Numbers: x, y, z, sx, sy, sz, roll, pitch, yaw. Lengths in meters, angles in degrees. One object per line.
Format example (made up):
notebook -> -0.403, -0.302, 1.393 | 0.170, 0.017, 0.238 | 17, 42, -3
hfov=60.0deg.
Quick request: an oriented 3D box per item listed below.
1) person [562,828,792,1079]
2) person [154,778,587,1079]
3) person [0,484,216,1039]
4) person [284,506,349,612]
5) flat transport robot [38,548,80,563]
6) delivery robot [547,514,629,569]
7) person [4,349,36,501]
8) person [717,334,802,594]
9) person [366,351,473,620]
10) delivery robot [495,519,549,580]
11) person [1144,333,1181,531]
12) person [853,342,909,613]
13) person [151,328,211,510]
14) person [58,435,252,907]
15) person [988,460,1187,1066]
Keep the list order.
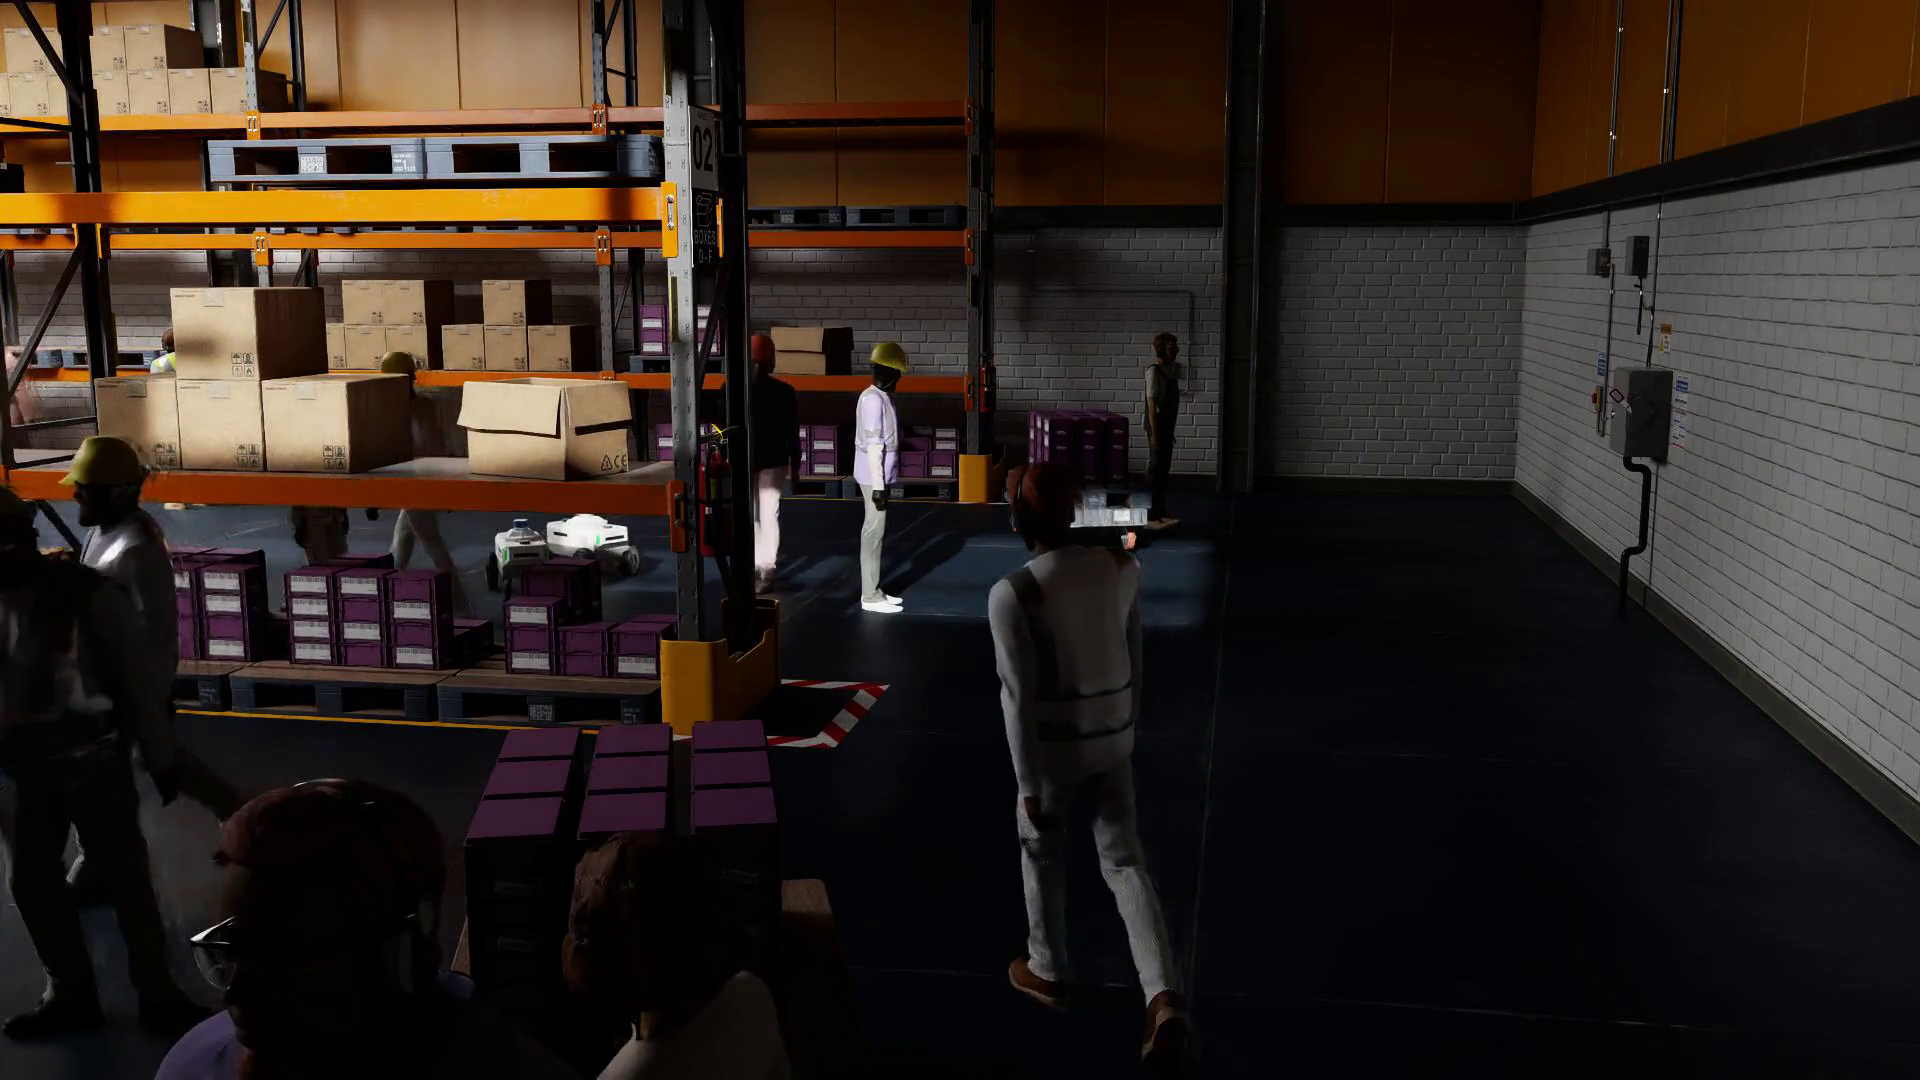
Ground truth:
person -> -0.503, 1.211, 2.527 | 0.829, 1.586, 0.525 | 3, 10, 18
person -> -0.629, 1.179, 1.781 | 0.639, 1.911, 0.402 | 3, 10, 20
person -> -2.726, 0.705, 5.137 | 0.735, 1.789, 0.407 | 1, 9, 7
person -> -4.160, -0.121, 10.707 | 0.552, 1.624, 0.535 | 2, 9, 14
flat transport robot -> -7.645, 0.204, 12.893 | 1.431, 0.197, 0.652 | 0, 9, -3
delivery robot -> -2.944, -0.023, 13.135 | 0.707, 0.478, 0.477 | 8, 12, 40
person -> -9.940, -1.281, 17.221 | 0.672, 1.855, 0.970 | 7, 12, 38
person -> -1.501, -0.591, 12.643 | 0.634, 1.959, 0.752 | 2, 9, 10
person -> -3.820, -0.356, 11.420 | 1.012, 1.863, 0.603 | 2, 9, 10
delivery robot -> -3.283, 0.086, 12.459 | 0.477, 0.478, 0.707 | -3, 10, -20
person -> 1.901, -1.016, 15.591 | 0.332, 1.844, 0.516 | 4, 10, 25
person -> -0.557, -0.448, 11.847 | 0.396, 1.916, 0.589 | 0, 9, 0
person -> -7.921, -1.223, 16.904 | 0.430, 1.840, 0.622 | 6, 11, 32
person -> -3.172, 0.479, 6.458 | 0.863, 1.804, 0.586 | -6, 11, -33
person -> 0.381, 0.673, 5.128 | 0.595, 1.847, 0.914 | -4, 10, -24
